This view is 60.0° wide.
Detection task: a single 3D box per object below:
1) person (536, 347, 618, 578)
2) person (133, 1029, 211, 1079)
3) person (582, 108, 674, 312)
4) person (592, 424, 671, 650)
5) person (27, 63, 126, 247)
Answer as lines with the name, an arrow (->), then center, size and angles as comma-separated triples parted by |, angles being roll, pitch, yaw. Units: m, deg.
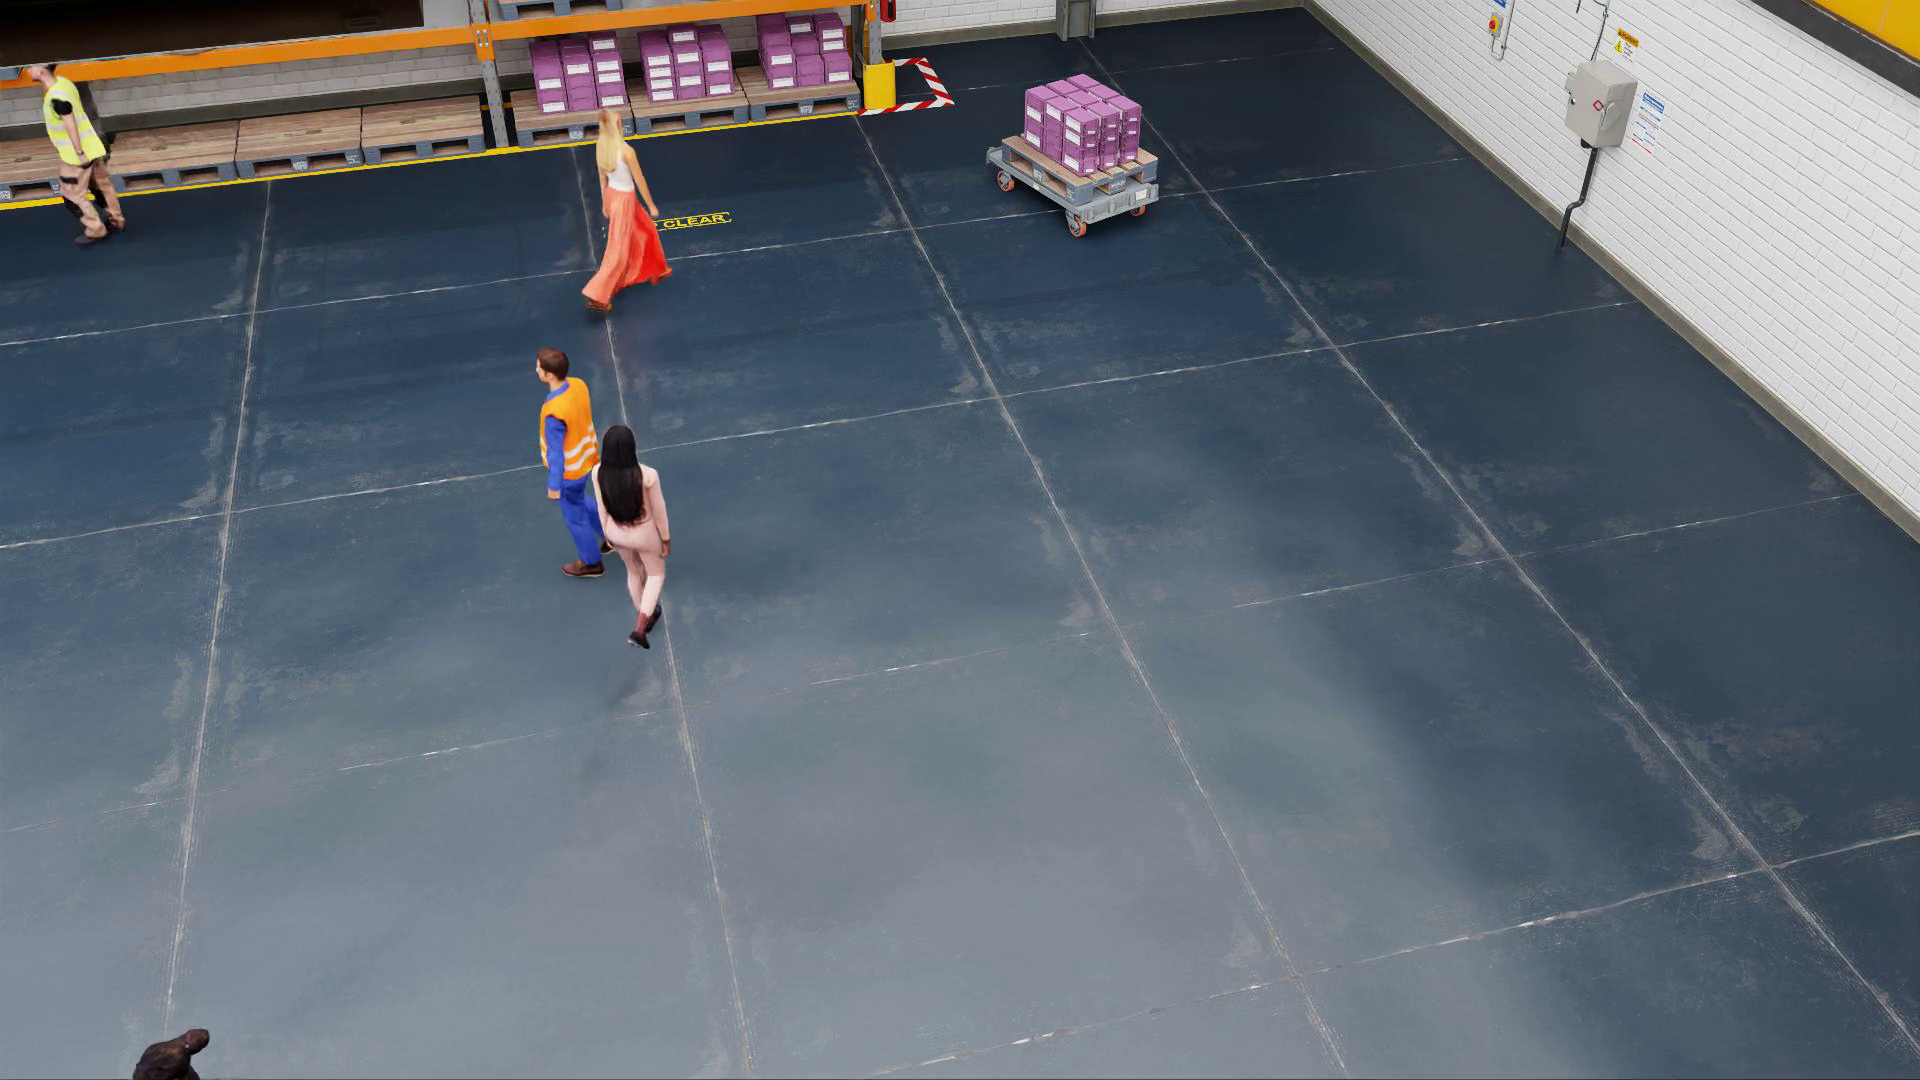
person -> -2.559, -0.492, 11.325 | 0.850, 1.853, 0.806 | 2, 39, 3
person -> -3.322, 2.747, 7.438 | 0.697, 1.641, 0.745 | 32, 48, 33
person -> -2.956, -2.783, 14.271 | 1.060, 1.757, 1.311 | 31, 48, 33
person -> -2.141, 0.034, 10.783 | 0.920, 1.706, 0.889 | 6, 39, 7
person -> -8.013, -3.598, 15.234 | 0.723, 1.827, 0.694 | -8, 39, -10
